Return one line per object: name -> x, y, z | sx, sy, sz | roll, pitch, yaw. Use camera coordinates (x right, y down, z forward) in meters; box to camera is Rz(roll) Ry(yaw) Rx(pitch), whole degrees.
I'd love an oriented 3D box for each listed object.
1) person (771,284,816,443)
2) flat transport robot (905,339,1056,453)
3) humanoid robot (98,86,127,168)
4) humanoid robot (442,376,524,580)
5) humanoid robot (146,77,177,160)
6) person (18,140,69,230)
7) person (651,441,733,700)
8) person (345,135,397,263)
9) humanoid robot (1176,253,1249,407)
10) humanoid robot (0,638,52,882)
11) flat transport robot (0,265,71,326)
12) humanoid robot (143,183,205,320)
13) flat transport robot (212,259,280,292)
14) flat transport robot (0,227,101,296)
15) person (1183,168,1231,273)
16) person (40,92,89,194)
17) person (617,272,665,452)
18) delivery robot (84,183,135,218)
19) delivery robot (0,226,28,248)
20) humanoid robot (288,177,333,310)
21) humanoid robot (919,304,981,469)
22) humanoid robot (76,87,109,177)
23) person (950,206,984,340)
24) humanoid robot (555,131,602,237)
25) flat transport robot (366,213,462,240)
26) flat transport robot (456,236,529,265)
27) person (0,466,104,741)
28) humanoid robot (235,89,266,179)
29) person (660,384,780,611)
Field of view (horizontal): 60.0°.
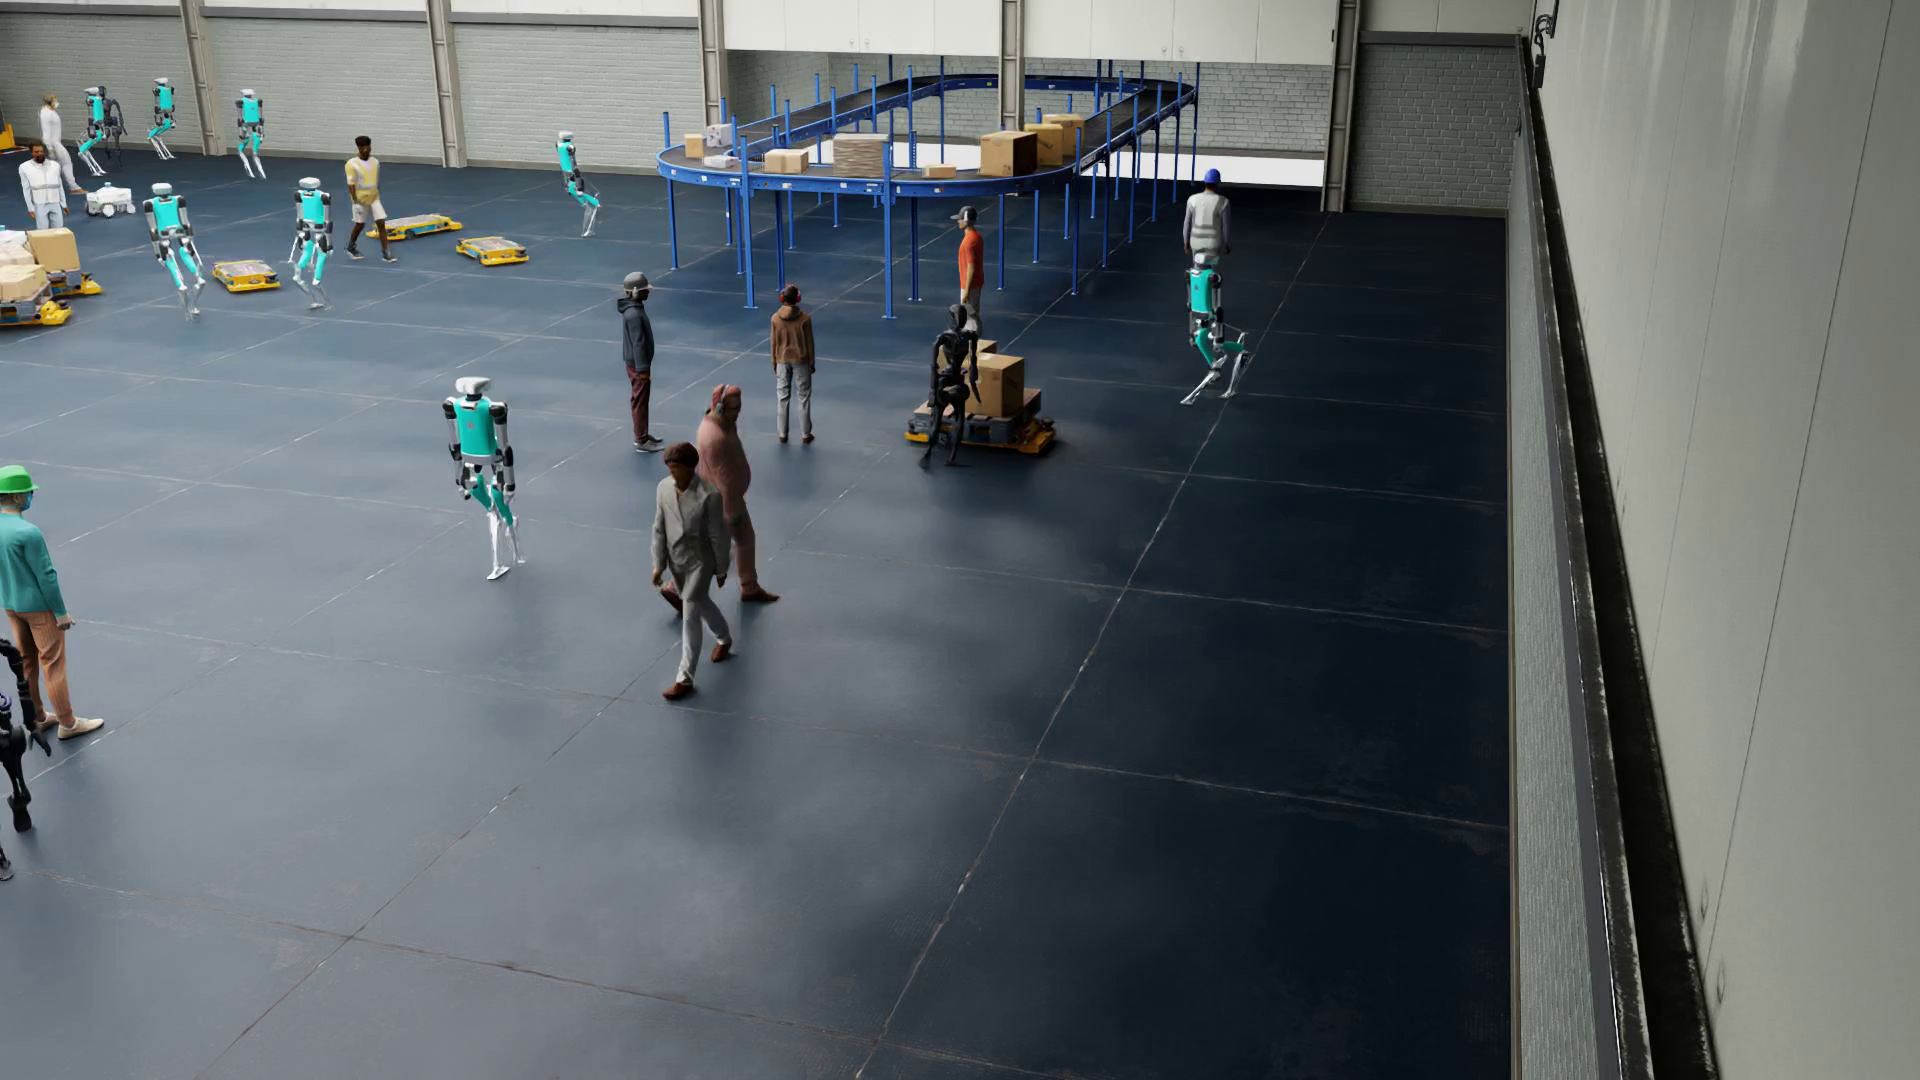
person -> -1.698, -1.782, 16.888 | 0.456, 1.644, 0.324 | 3, 21, 8
flat transport robot -> 0.217, -1.138, 17.130 | 1.431, 0.231, 0.659 | 7, 22, 17
humanoid robot -> -17.557, -8.536, 34.364 | 0.592, 1.648, 0.333 | -8, 22, -20
humanoid robot -> -3.756, -0.461, 13.510 | 0.541, 1.904, 0.727 | 5, 22, 13
humanoid robot -> -16.806, -8.834, 34.865 | 0.735, 1.677, 0.533 | 6, 22, 16
person -> -13.666, -5.012, 24.887 | 0.392, 1.919, 0.592 | 15, 26, 34
person -> -1.872, 0.146, 11.719 | 0.489, 1.785, 0.977 | 11, 24, 27
person -> -9.111, -5.226, 25.442 | 0.911, 1.928, 0.604 | 15, 26, 34
humanoid robot -> 2.796, -2.263, 18.041 | 1.046, 1.748, 0.558 | -12, 24, -29
humanoid robot -> -5.559, 1.068, 9.467 | 0.603, 1.637, 0.638 | -13, 24, -30
flat transport robot -> -12.515, -2.939, 21.801 | 1.431, 0.231, 0.659 | -6, 22, -16
humanoid robot -> -10.262, -3.705, 21.899 | 0.539, 1.903, 0.751 | -18, 27, -39
flat transport robot -> -10.376, -3.844, 24.147 | 0.659, 0.231, 1.431 | -13, 25, -30
flat transport robot -> -12.921, -3.528, 23.329 | 1.431, 0.231, 0.659 | -15, 26, -34
person -> 3.290, -3.965, 22.163 | 0.607, 1.933, 0.506 | 12, 24, 29
person -> -17.021, -7.413, 31.146 | 0.923, 1.901, 0.629 | -7, 22, -19
person -> -3.207, -1.784, 16.656 | 0.369, 1.813, 0.539 | -5, 22, -12
delivery robot -> -14.986, -5.975, 29.289 | 0.499, 0.602, 0.801 | 11, 23, 25
delivery robot -> -14.638, -4.513, 25.508 | 0.499, 0.610, 0.811 | 2, 21, 6
humanoid robot -> -8.745, -3.894, 22.328 | 0.552, 1.855, 0.665 | 6, 22, 15
humanoid robot -> -0.114, -1.491, 16.096 | 0.607, 1.647, 0.457 | -15, 26, -34
humanoid robot -> -17.345, -8.126, 33.098 | 0.713, 1.713, 0.530 | 0, 21, 0
person -> 0.081, -2.989, 19.651 | 0.401, 1.910, 0.481 | 4, 21, 9
humanoid robot -> -6.152, -5.753, 27.141 | 0.737, 1.853, 0.540 | -16, 26, -35
flat transport robot -> -9.089, -5.209, 27.688 | 0.659, 0.231, 1.431 | 15, 26, 34
flat transport robot -> -7.274, -4.498, 25.844 | 0.659, 0.231, 1.431 | -14, 25, -32
person -> -6.053, 0.418, 10.873 | 0.517, 1.867, 0.363 | 8, 23, 20
humanoid robot -> -14.125, -8.015, 32.976 | 0.681, 1.835, 0.544 | 17, 27, 37
person -> -1.893, -0.309, 12.780 | 0.828, 1.855, 0.644 | -1, 21, -2
